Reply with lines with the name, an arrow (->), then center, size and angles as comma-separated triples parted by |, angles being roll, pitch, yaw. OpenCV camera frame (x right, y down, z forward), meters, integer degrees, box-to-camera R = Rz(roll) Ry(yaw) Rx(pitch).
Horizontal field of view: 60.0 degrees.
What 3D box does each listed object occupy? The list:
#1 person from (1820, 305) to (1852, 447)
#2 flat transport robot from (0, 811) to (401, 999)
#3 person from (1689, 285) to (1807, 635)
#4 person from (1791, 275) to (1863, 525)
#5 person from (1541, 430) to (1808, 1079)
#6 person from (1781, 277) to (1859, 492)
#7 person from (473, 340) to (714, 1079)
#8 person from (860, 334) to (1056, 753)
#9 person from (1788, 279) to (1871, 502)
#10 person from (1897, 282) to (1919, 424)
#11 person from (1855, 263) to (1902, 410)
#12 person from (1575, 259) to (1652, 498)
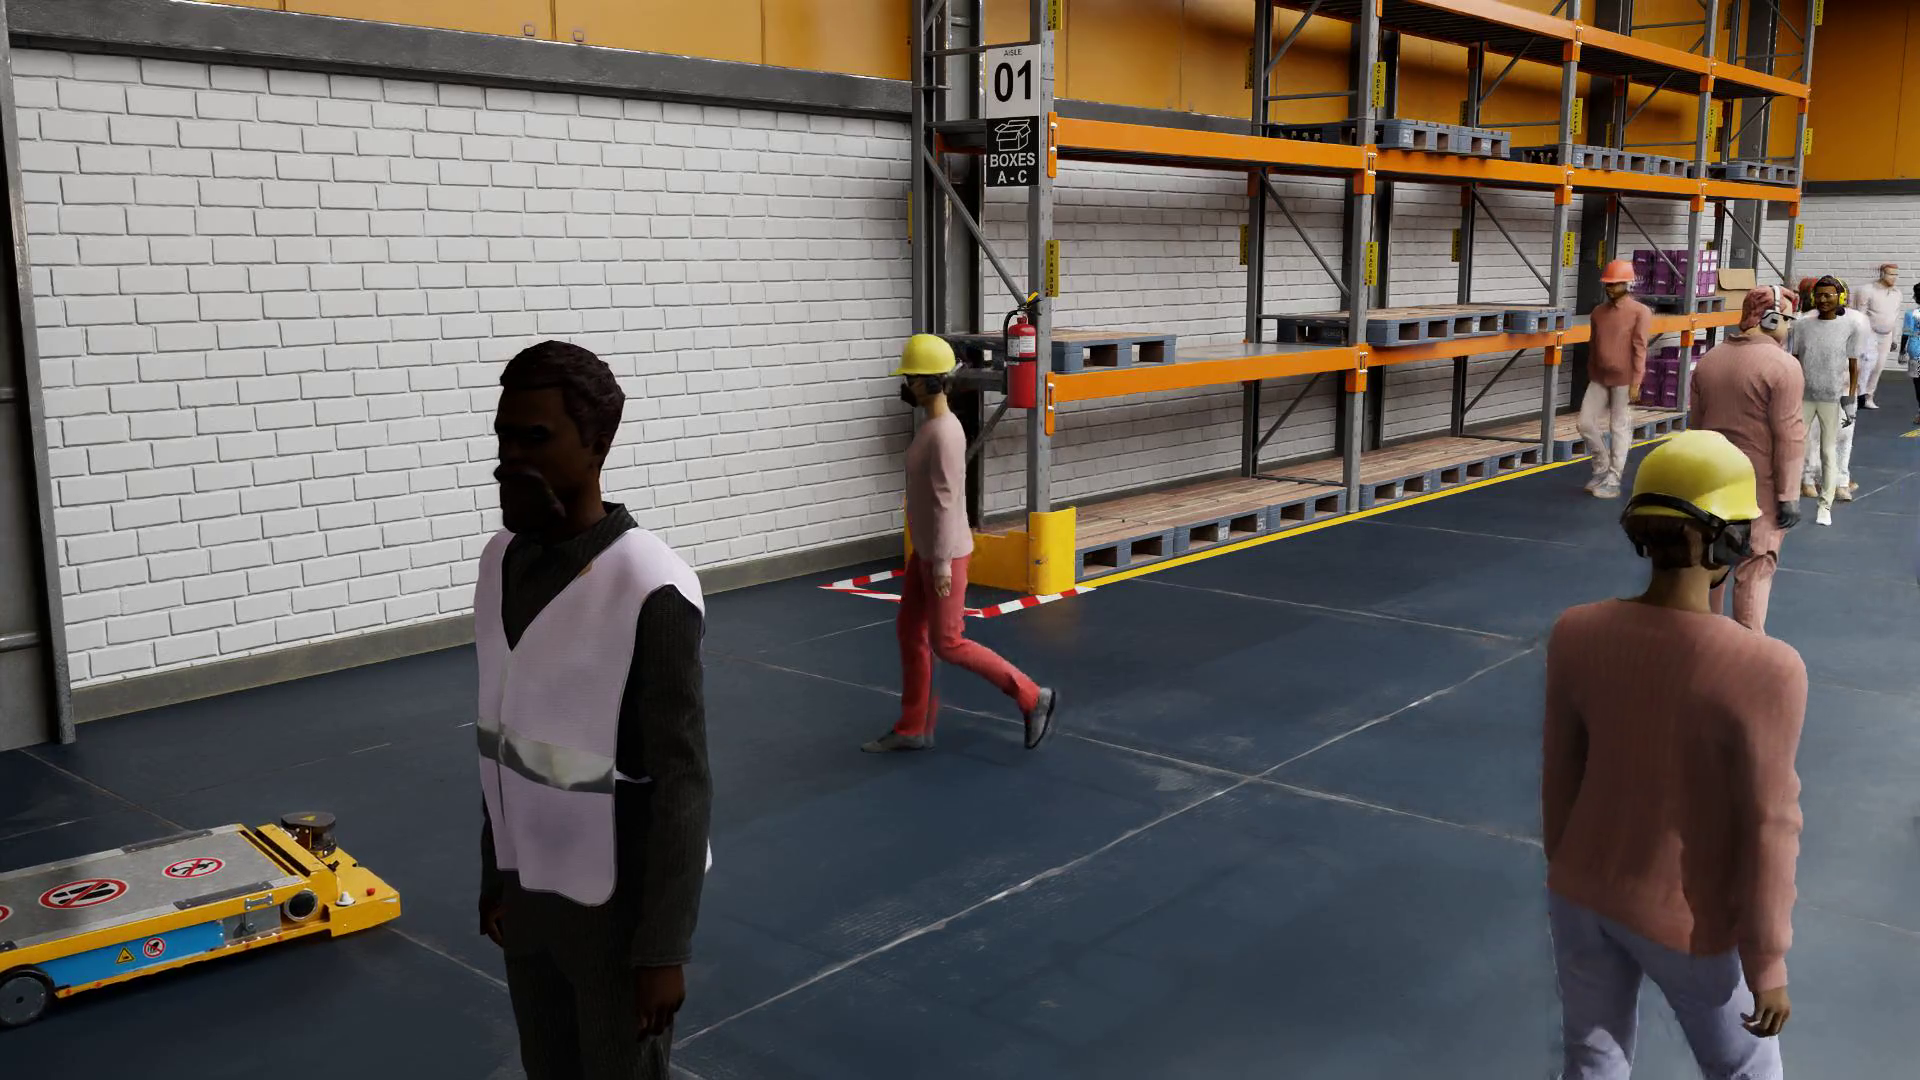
person -> 9.053, -1.742, 17.244 | 0.532, 1.608, 0.598 | 5, 11, 28
flat transport robot -> -2.462, 1.099, 4.859 | 1.431, 0.197, 0.652 | -8, 13, -39
person -> 3.784, -0.260, 7.966 | 0.401, 1.901, 0.641 | -3, 10, -16
person -> 6.467, -1.044, 12.521 | 0.518, 1.868, 0.328 | 8, 13, 38
person -> 1.278, 0.678, 3.048 | 0.409, 1.750, 0.558 | -6, 12, -30
person -> 7.151, -1.298, 14.092 | 0.583, 1.835, 1.001 | -9, 13, -41
person -> -0.658, 0.612, 2.935 | 0.596, 1.921, 0.386 | 10, 14, 44
person -> -0.010, 0.040, 6.723 | 0.721, 1.747, 0.531 | -1, 10, -7
person -> 7.118, -1.215, 13.628 | 0.663, 1.812, 0.804 | 3, 10, 14
person -> 11.321, -2.200, 19.623 | 0.546, 1.669, 0.555 | -1, 10, -8
person -> 11.806, -2.613, 21.393 | 0.669, 1.883, 0.417 | -2, 10, -13
person -> 5.430, -1.330, 13.822 | 0.432, 1.977, 0.625 | -6, 12, -31
